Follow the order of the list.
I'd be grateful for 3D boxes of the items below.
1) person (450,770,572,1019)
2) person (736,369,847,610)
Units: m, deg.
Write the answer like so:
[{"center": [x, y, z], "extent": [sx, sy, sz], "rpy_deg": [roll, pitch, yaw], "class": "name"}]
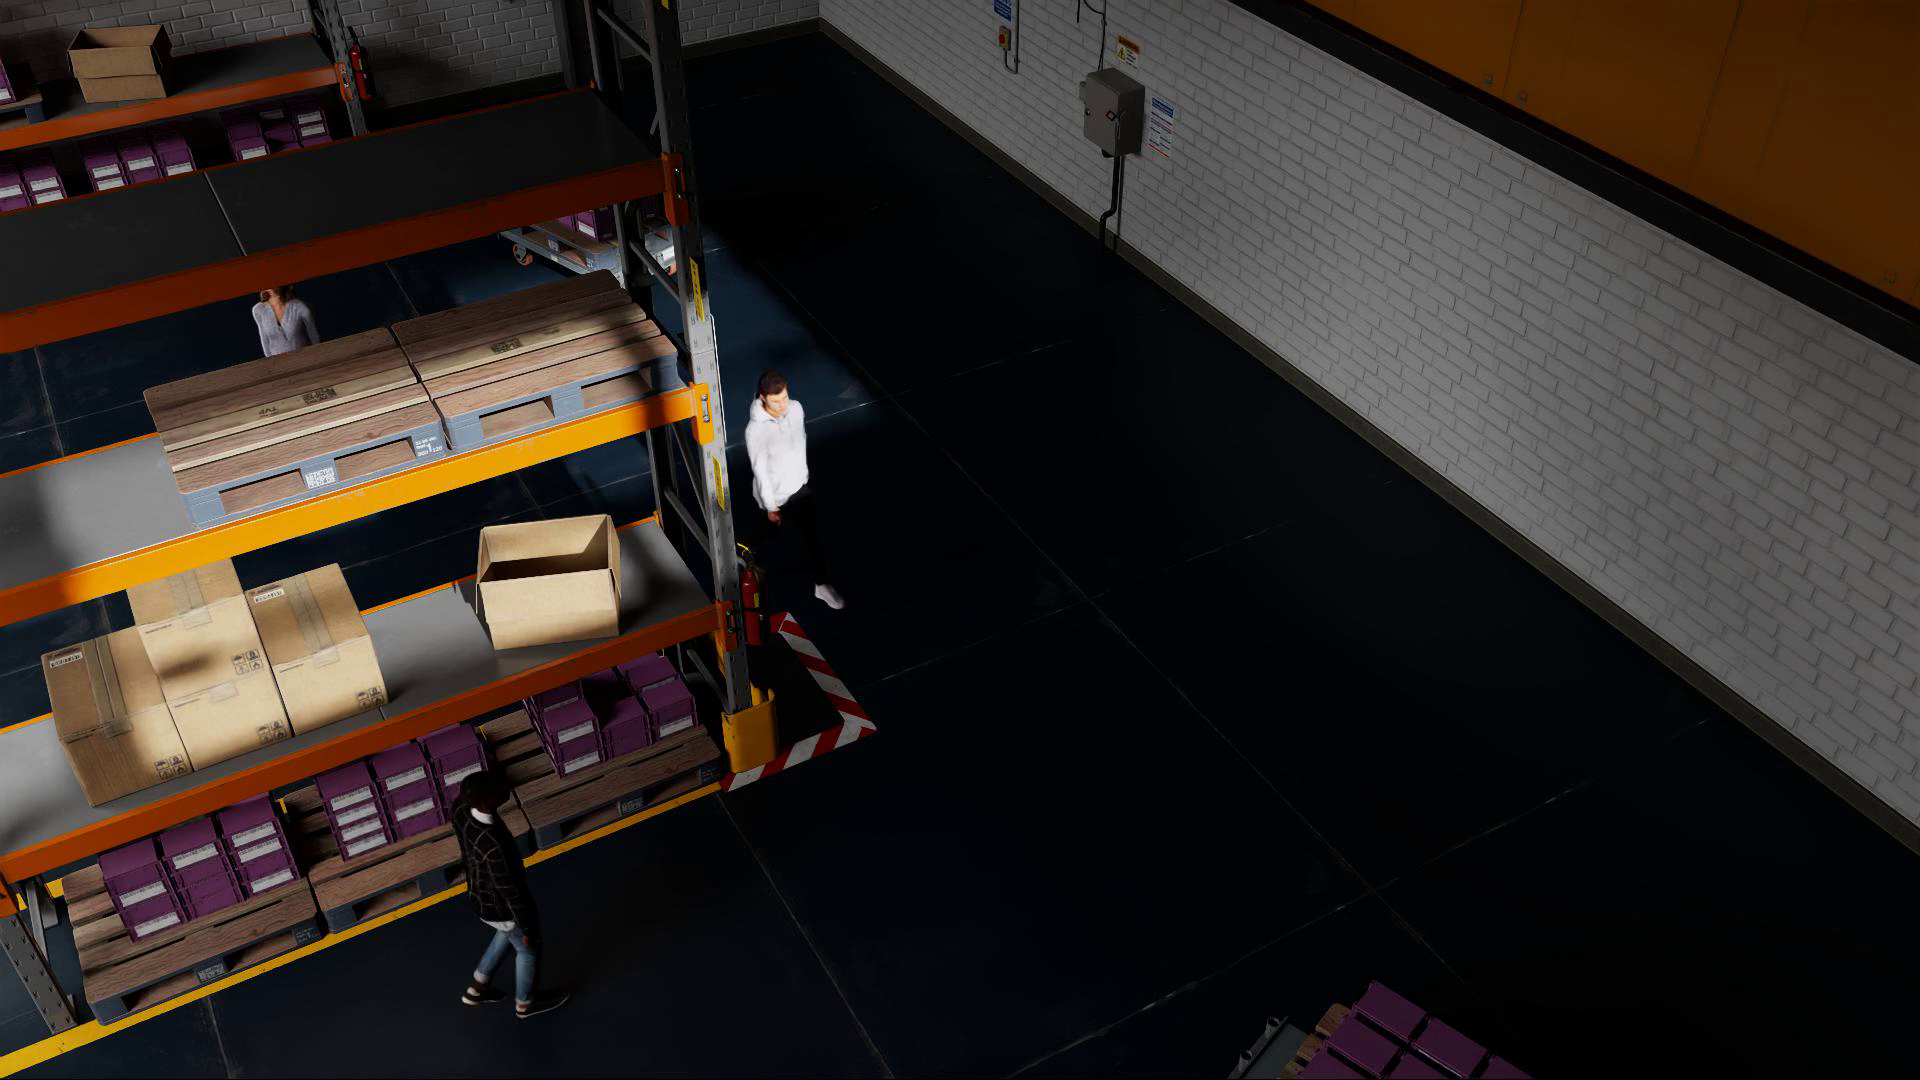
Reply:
[{"center": [-2.405, 1.848, 8.421], "extent": [0.786, 1.807, 0.730], "rpy_deg": [-24, 45, -27], "class": "person"}, {"center": [-1.292, -0.373, 11.139], "extent": [1.105, 1.887, 1.260], "rpy_deg": [22, 44, 26], "class": "person"}]
